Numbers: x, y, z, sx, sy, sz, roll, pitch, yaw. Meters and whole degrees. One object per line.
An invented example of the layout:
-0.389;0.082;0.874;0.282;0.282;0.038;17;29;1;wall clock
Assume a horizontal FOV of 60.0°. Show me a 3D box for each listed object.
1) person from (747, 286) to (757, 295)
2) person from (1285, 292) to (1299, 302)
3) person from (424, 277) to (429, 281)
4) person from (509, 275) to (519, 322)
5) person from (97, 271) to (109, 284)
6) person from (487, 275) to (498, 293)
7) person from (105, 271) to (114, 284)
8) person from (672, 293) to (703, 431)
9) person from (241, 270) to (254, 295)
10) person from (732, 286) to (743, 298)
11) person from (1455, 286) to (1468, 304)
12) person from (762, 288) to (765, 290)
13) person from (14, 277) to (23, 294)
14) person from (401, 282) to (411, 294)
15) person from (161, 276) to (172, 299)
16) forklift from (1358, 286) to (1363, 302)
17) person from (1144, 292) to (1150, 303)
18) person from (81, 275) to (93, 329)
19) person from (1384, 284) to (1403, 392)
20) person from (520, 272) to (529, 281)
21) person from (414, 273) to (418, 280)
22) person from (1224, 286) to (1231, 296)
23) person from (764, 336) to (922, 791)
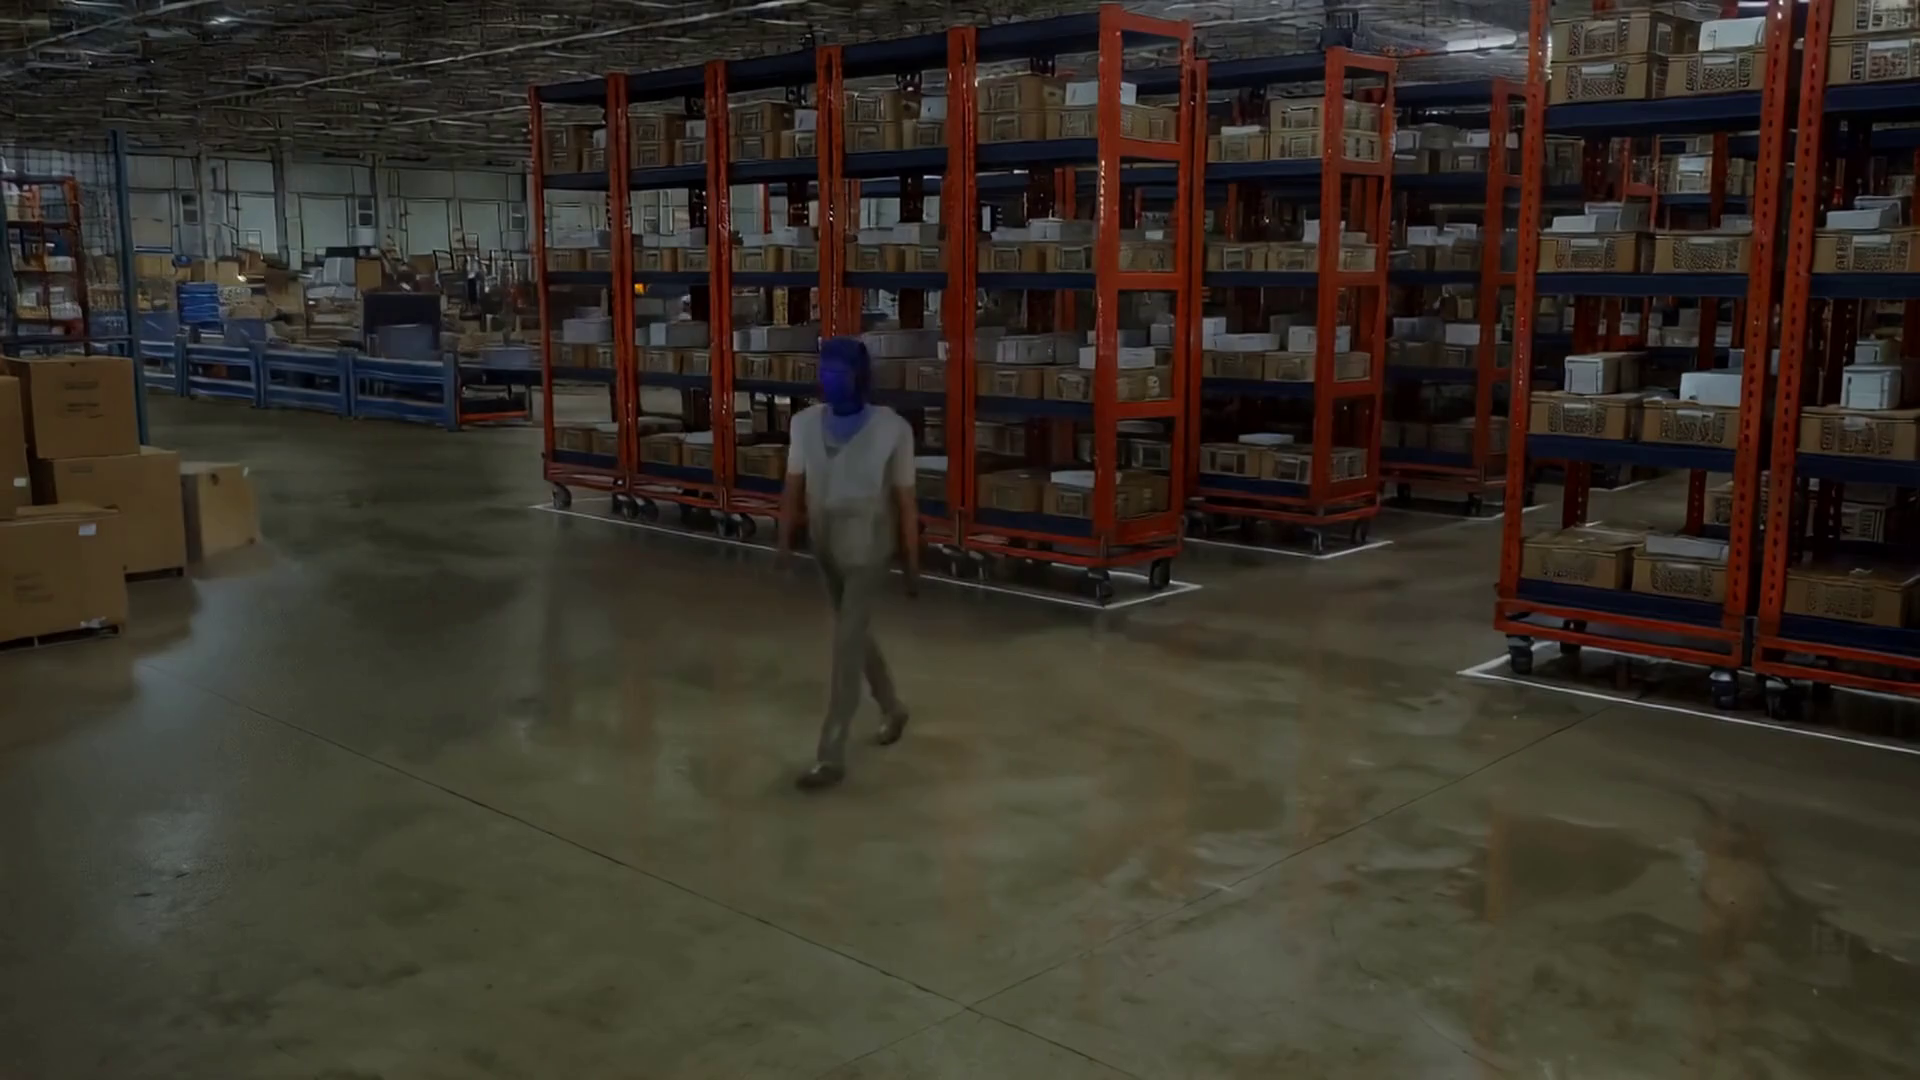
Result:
-9.134;-10.855;73.379;0.545;1.938;0.355;-1;9;-7;person
10.011;-7.149;50.820;0.635;1.902;0.986;-3;10;-15;person
-26.597;-12.314;83.166;0.542;1.662;0.805;-6;11;-33;person
-15.656;-8.386;58.474;0.329;1.864;0.508;-7;12;-37;person
-33.887;-9.640;65.756;0.623;1.992;0.396;5;11;29;person
-22.564;-11.897;80.288;0.525;1.772;0.304;-3;10;-19;person
-38.273;-11.098;74.837;0.401;1.949;0.605;4;10;24;person
-3.001;-1.941;19.102;0.628;1.810;0.660;7;11;36;person
-23.347;-7.846;54.676;0.443;2.017;0.724;-1;9;-5;person
-6.602;-6.674;48.548;0.543;1.681;0.670;-9;13;-44;person
13.638;-6.111;45.288;0.503;1.616;0.605;-4;10;-24;person
-8.366;-10.463;71.851;0.897;1.656;0.533;1;9;7;person
-43.447;-11.397;76.849;0.797;1.887;0.574;6;11;32;person
-14.936;-6.081;44.801;0.937;1.713;0.542;2;9;11;person
-36.237;-11.175;75.954;0.303;1.740;0.485;7;12;38;person
11.100;-7.017;46.970;1.873;2.768;1.129;9;13;43;forklift
7.031;-9.024;62.891;0.316;1.696;0.540;1;9;4;person
-29.667;-8.066;56.542;0.330;1.860;0.503;2;10;14;person
7.407;-3.389;27.815;0.960;1.870;0.635;-8;12;-40;person
-25.300;-14.603;96.528;0.572;1.883;1.013;1;9;8;person
-24.373;-10.986;74.307;0.471;1.897;0.653;-2;9;-12;person
10.054;-9.040;62.383;0.463;1.888;0.670;7;11;36;person
-0.424;0.055;6.913;0.567;1.809;0.932;6;11;34;person
